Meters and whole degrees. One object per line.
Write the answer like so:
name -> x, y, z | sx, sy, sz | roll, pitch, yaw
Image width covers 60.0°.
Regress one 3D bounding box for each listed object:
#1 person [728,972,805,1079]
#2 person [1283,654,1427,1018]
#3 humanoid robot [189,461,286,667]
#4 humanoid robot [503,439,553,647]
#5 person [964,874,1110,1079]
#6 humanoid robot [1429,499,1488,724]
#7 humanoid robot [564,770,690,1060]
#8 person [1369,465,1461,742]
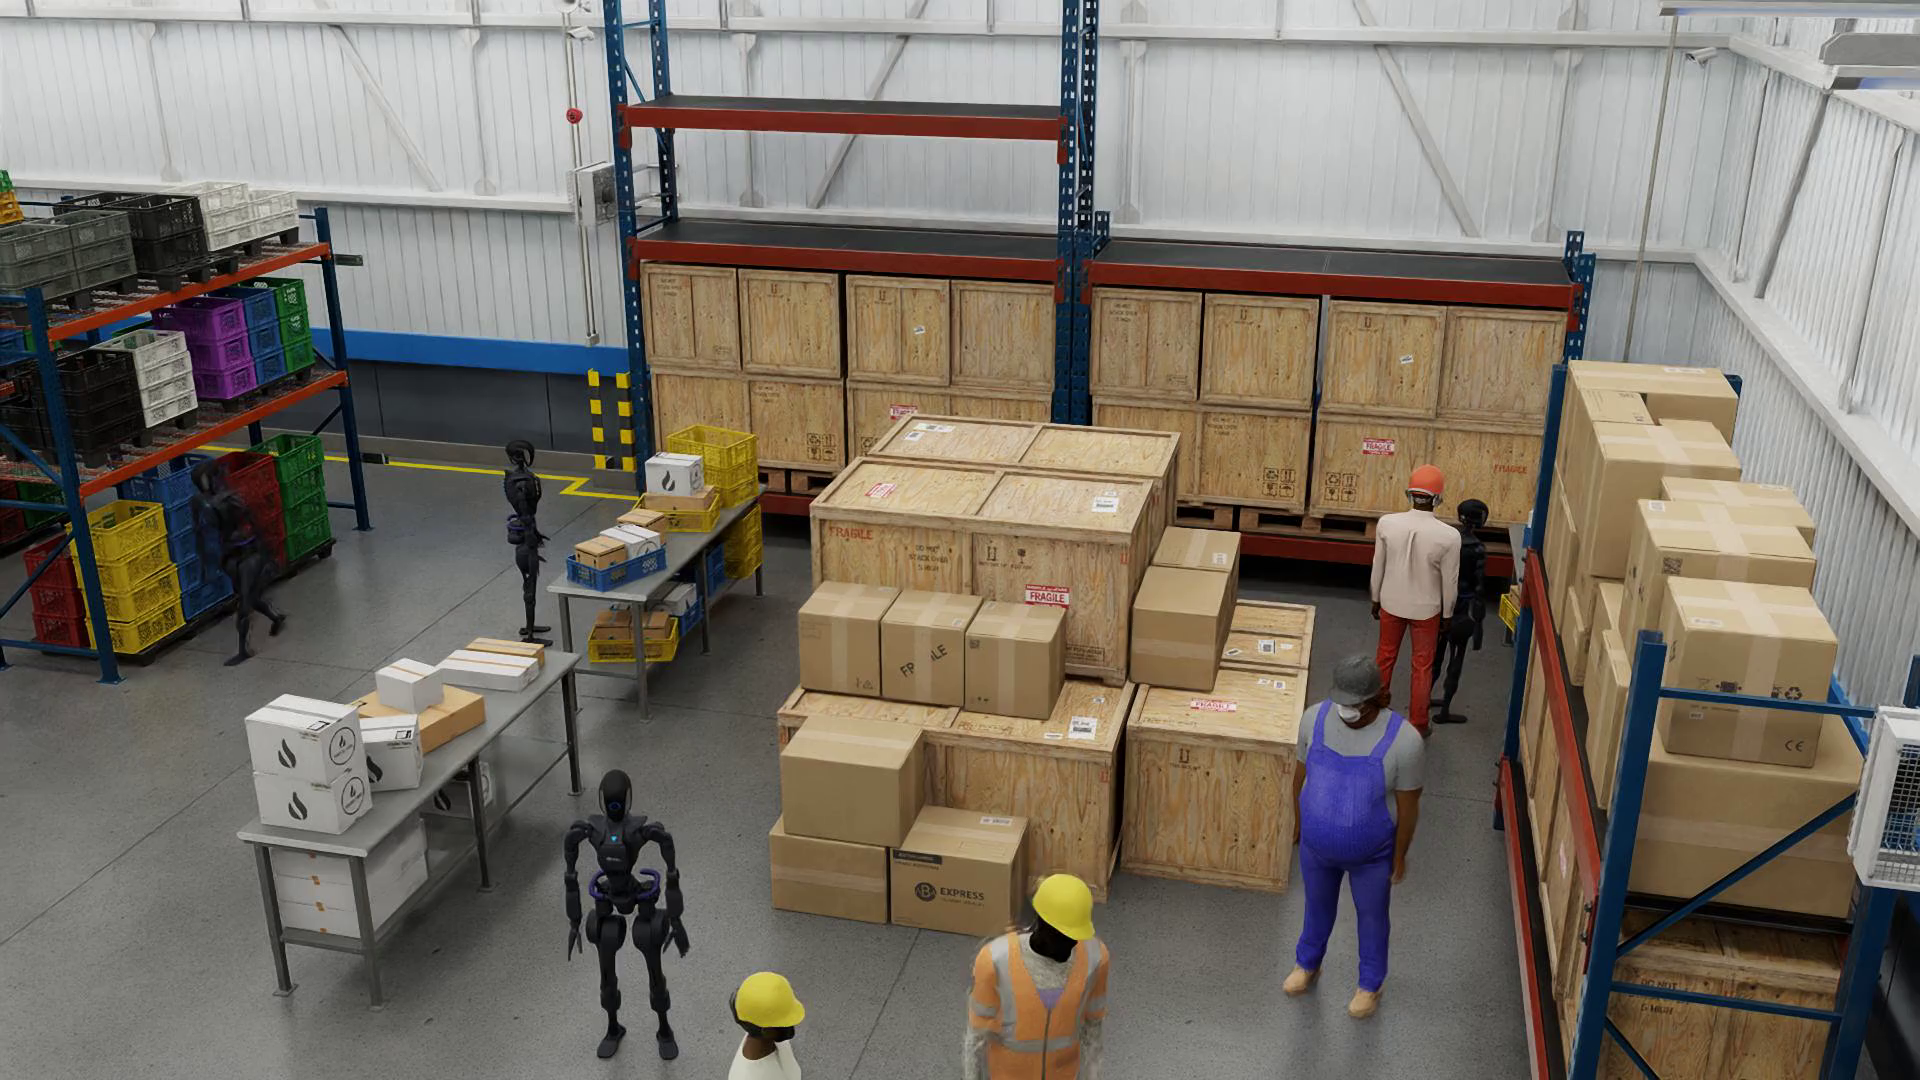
person -> -0.735, 2.450, 6.538 | 0.312, 1.767, 0.533 | 3, 21, 7
person -> 1.998, 1.514, 8.605 | 0.681, 2.000, 0.535 | 14, 25, 31
humanoid robot -> -5.548, 0.104, 12.892 | 0.632, 1.621, 0.763 | 8, 22, 21
humanoid robot -> -3.378, 0.006, 13.040 | 0.313, 1.657, 0.609 | -5, 22, -13
person -> 0.312, 2.206, 6.981 | 0.627, 1.902, 0.482 | -4, 21, -11
humanoid robot -> 3.524, 0.485, 11.804 | 0.335, 1.653, 0.578 | -5, 21, -13
humanoid robot -> -1.641, 1.857, 8.221 | 0.601, 1.648, 0.365 | 0, 21, 1
person -> 3.130, 0.441, 11.498 | 0.609, 1.985, 0.413 | 14, 25, 32
